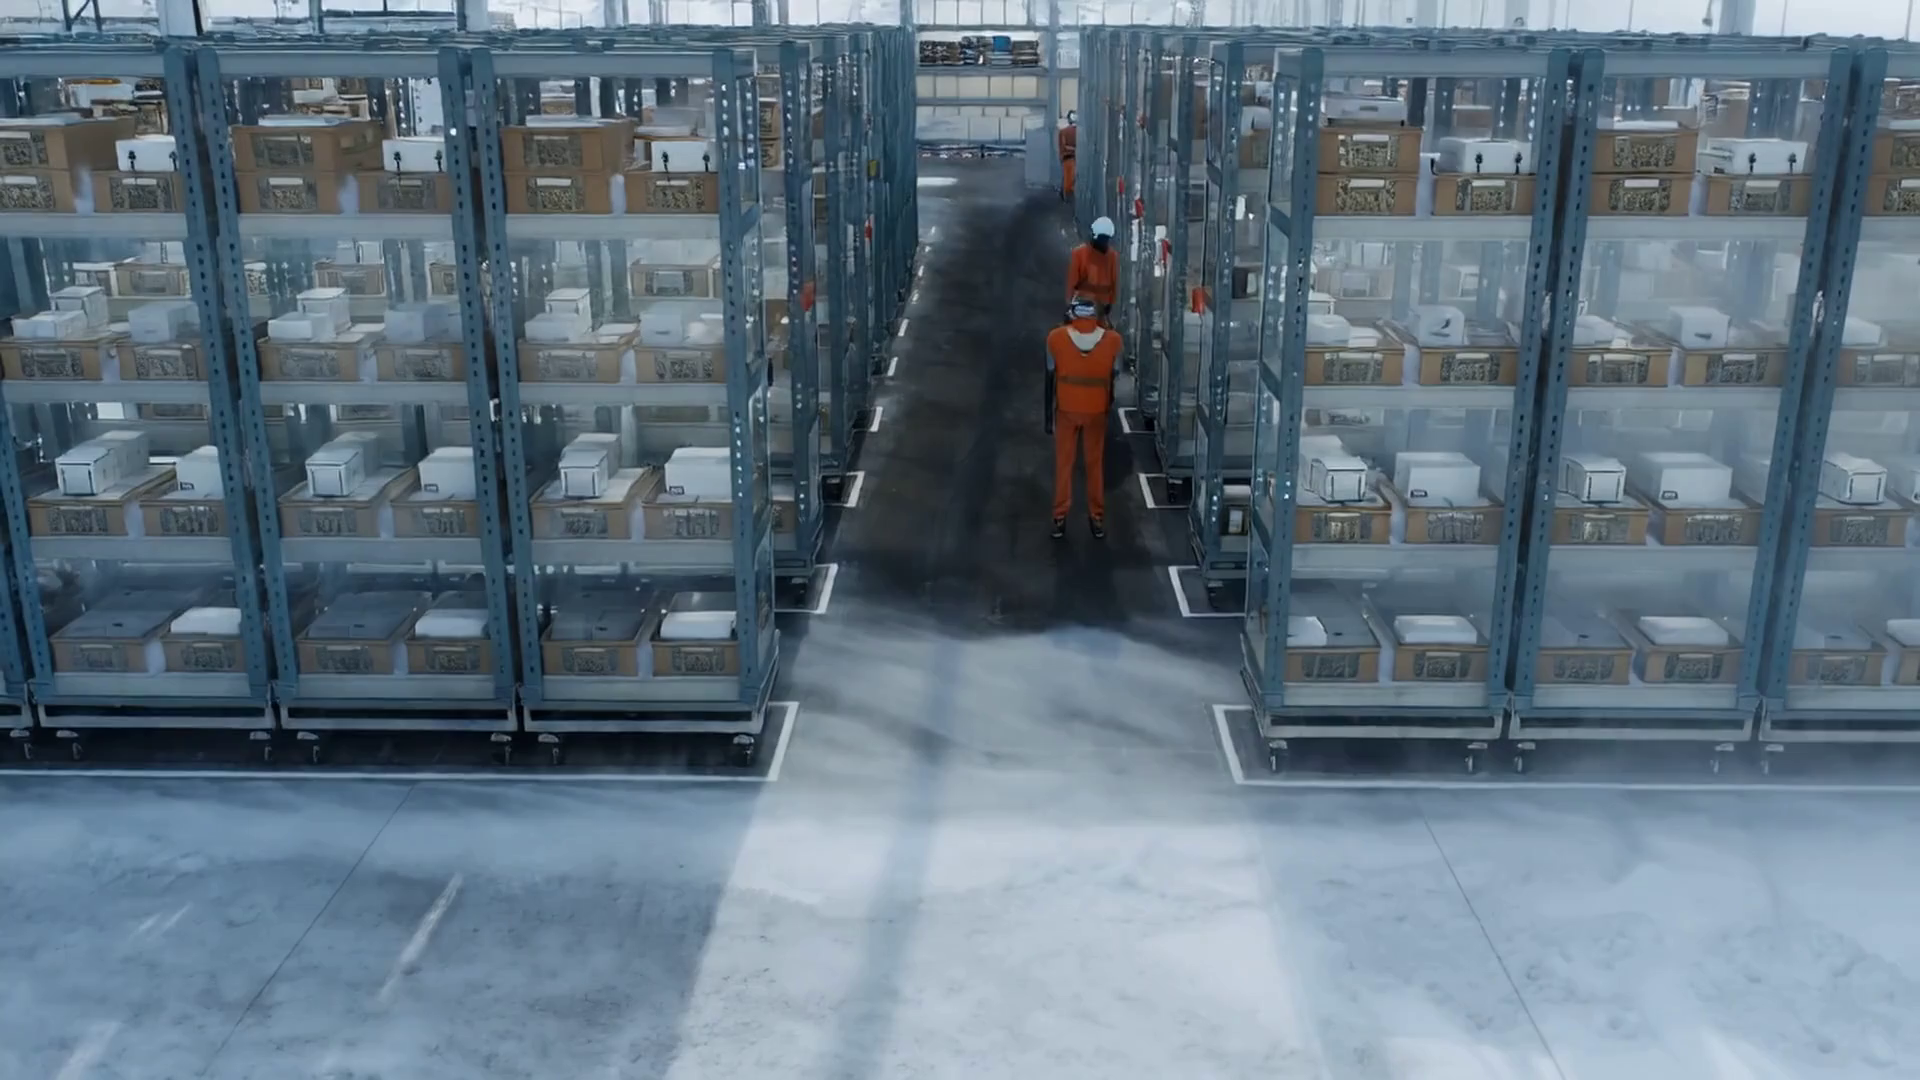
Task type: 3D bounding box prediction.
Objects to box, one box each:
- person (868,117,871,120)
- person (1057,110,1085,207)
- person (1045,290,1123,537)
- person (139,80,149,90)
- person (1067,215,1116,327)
[{"bbox_3d":[-1.874,-7.307,32.476,0.614,1.950,1.028,-2,18,-8],"label":"person"},{"bbox_3d":[2.272,-7.790,33.997,0.604,1.949,0.389,5,18,17],"label":"person"},{"bbox_3d":[0.909,-0.942,12.340,0.565,1.846,0.390,1,17,2],"label":"person"},{"bbox_3d":[-26.029,-13.772,53.238,0.429,1.844,0.626,4,18,13],"label":"person"},{"bbox_3d":[1.326,-2.500,17.392,0.610,1.798,0.718,-13,22,-36],"label":"person"}]
